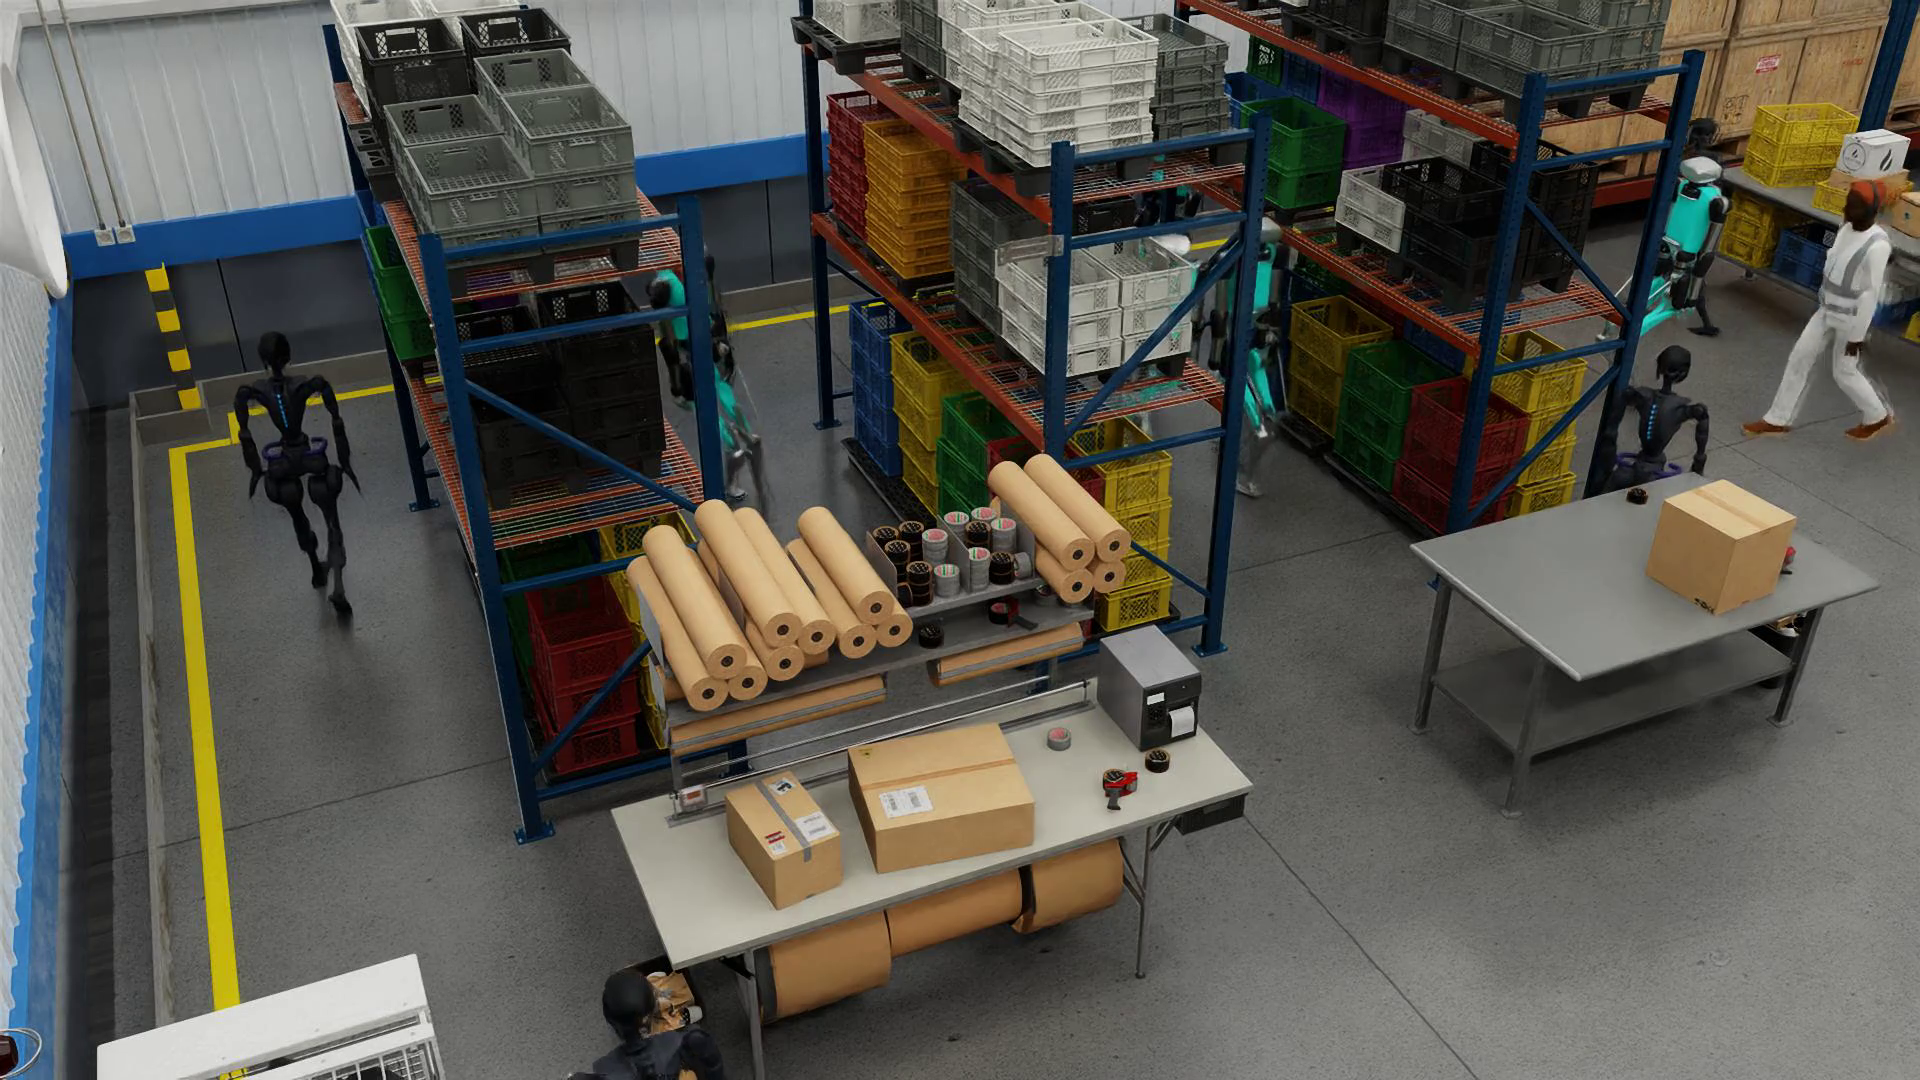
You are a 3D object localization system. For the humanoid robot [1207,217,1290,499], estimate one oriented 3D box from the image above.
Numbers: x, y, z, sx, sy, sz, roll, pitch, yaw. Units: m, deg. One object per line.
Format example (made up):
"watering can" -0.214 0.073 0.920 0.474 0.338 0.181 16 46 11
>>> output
"humanoid robot" 1.888 -1.076 10.331 0.560 1.783 0.887 -17 35 -25

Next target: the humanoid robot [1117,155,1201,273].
"humanoid robot" 1.378 -2.232 12.180 0.811 1.742 0.541 -22 38 -31

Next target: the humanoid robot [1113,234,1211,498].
"humanoid robot" 1.157 -1.074 10.358 0.541 1.852 0.657 -16 35 -24

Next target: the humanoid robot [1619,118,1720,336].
"humanoid robot" 5.479 -2.351 12.511 0.841 1.618 0.593 21 37 30

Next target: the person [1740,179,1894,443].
"person" 5.823 -1.471 10.859 0.913 1.847 0.592 0 32 0

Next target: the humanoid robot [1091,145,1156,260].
"humanoid robot" 1.224 -2.342 12.427 0.615 1.650 0.303 25 40 35

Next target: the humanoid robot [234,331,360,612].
"humanoid robot" -3.686 -0.368 9.248 0.597 1.640 0.702 -8 33 -13

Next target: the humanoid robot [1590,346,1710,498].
"humanoid robot" 3.775 -0.287 9.146 0.603 1.618 0.830 25 39 34

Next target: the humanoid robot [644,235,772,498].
"humanoid robot" -1.469 -0.925 10.169 0.703 1.874 0.569 19 37 28

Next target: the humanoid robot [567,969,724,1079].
"humanoid robot" -0.975 2.071 5.291 0.605 1.621 0.709 -19 37 -28

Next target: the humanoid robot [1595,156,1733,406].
"humanoid robot" 4.672 -1.728 11.277 0.736 1.693 0.530 -10 33 -16
